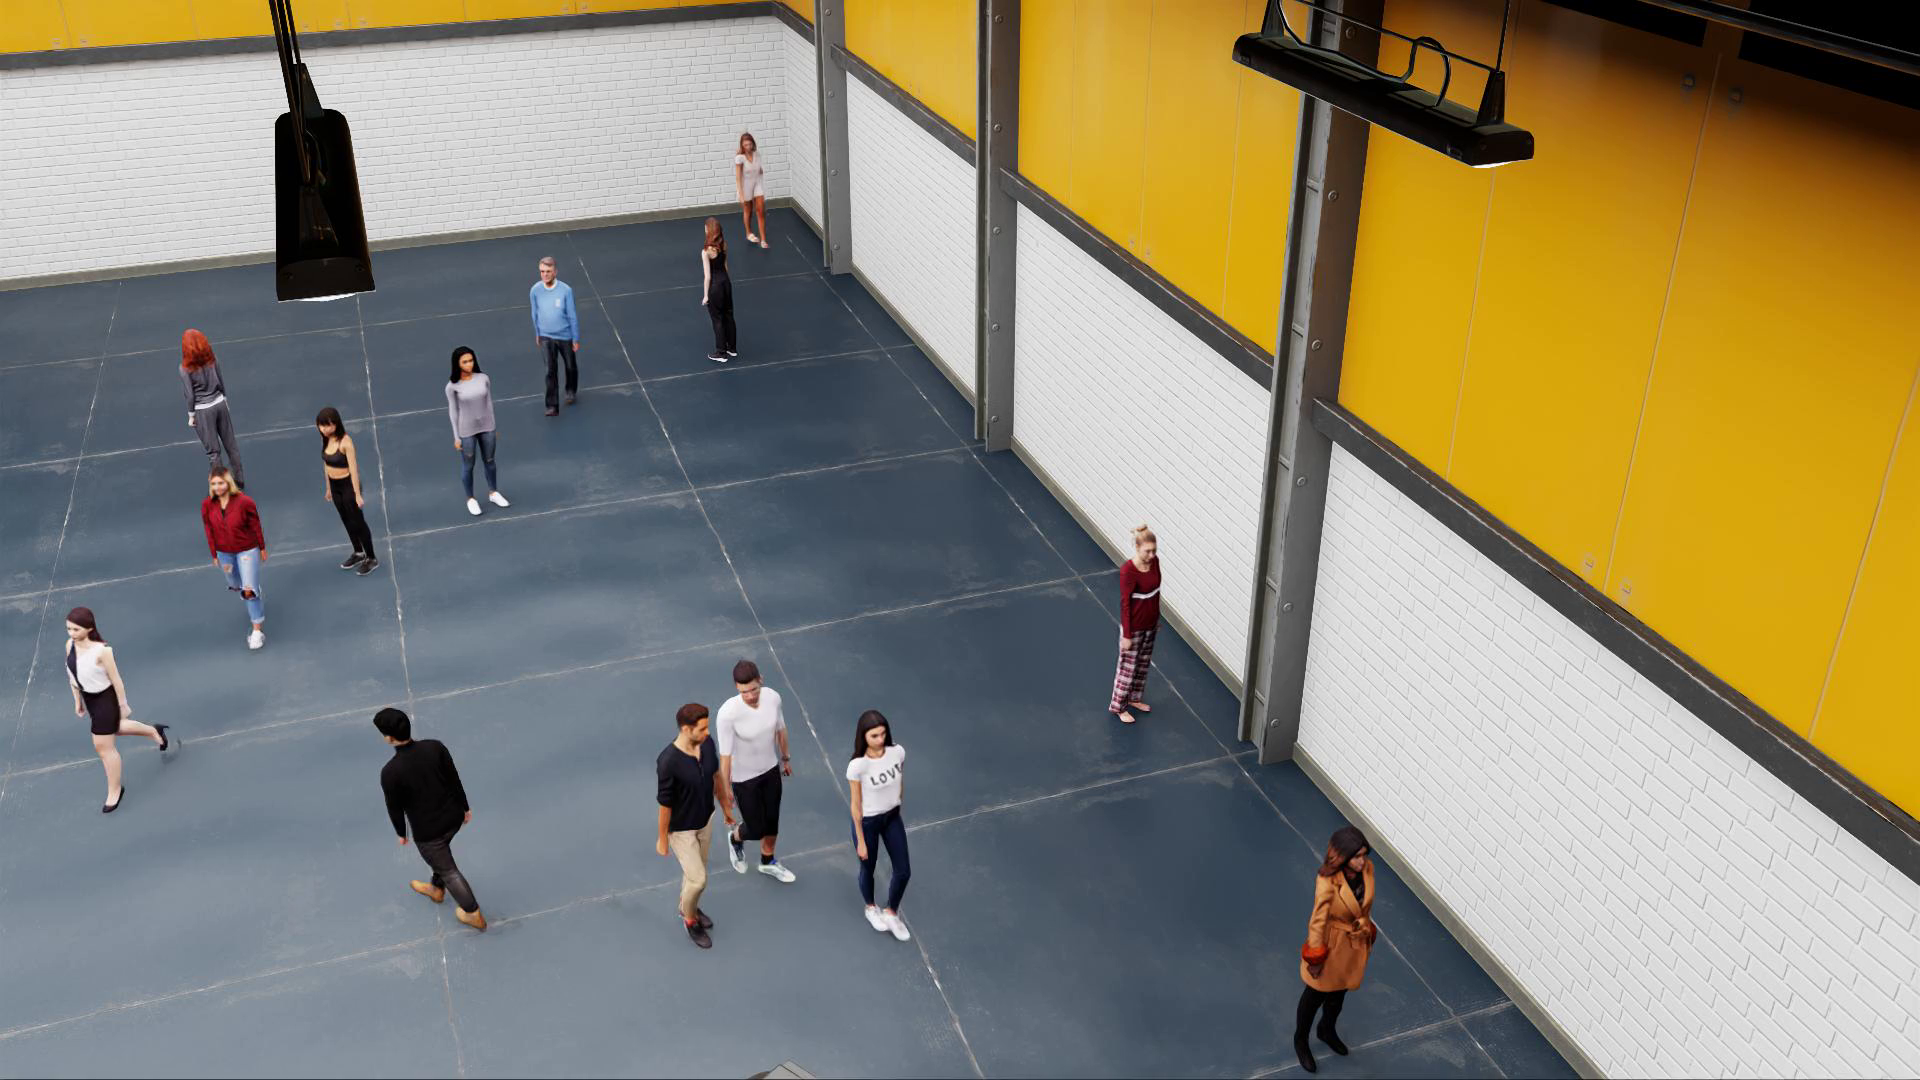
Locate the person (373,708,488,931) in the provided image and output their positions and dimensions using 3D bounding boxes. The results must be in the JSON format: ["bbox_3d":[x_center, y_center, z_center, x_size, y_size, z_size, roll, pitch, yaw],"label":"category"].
[{"bbox_3d":[-3.413,1.866,10.973,1.063,1.680,0.971,20,34,32],"label":"person"}]

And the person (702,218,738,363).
[{"bbox_3d":[-2.870,-2.988,19.804,0.688,1.747,0.656,18,34,30],"label":"person"}]

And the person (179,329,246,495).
[{"bbox_3d":[-7.503,-1.280,16.638,0.680,1.779,0.657,18,34,30],"label":"person"}]

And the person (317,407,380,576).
[{"bbox_3d":[-5.651,-0.485,15.327,0.623,1.639,0.693,15,32,25],"label":"person"}]

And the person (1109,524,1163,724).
[{"bbox_3d":[1.418,0.650,13.177,0.672,1.705,0.695,24,37,37],"label":"person"}]

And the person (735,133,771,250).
[{"bbox_3d":[-2.969,-4.968,23.543,0.692,1.642,0.978,-19,34,-31],"label":"person"}]

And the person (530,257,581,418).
[{"bbox_3d":[-4.459,-2.306,18.530,0.944,1.768,1.239,0,29,0],"label":"person"}]

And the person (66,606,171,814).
[{"bbox_3d":[-6.279,1.174,12.300,0.958,1.625,1.065,10,30,18],"label":"person"}]

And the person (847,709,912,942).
[{"bbox_3d":[-0.597,1.838,10.943,0.669,1.759,0.720,-17,33,-29],"label":"person"}]

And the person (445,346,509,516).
[{"bbox_3d":[-4.769,-1.089,16.335,0.662,1.733,0.633,-20,35,-32],"label":"person"}]

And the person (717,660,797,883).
[{"bbox_3d":[-1.460,1.561,11.370,0.929,1.837,0.906,24,37,36],"label":"person"}]

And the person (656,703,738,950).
[{"bbox_3d":[-1.830,1.822,10.902,0.864,1.825,0.845,19,34,31],"label":"person"}]

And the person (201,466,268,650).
[{"bbox_3d":[-6.198,0.080,14.324,0.785,1.608,1.103,-3,29,-5],"label":"person"}]

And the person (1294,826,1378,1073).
[{"bbox_3d":[2.245,2.420,9.915,0.730,1.722,0.645,-15,32,-26],"label":"person"}]
